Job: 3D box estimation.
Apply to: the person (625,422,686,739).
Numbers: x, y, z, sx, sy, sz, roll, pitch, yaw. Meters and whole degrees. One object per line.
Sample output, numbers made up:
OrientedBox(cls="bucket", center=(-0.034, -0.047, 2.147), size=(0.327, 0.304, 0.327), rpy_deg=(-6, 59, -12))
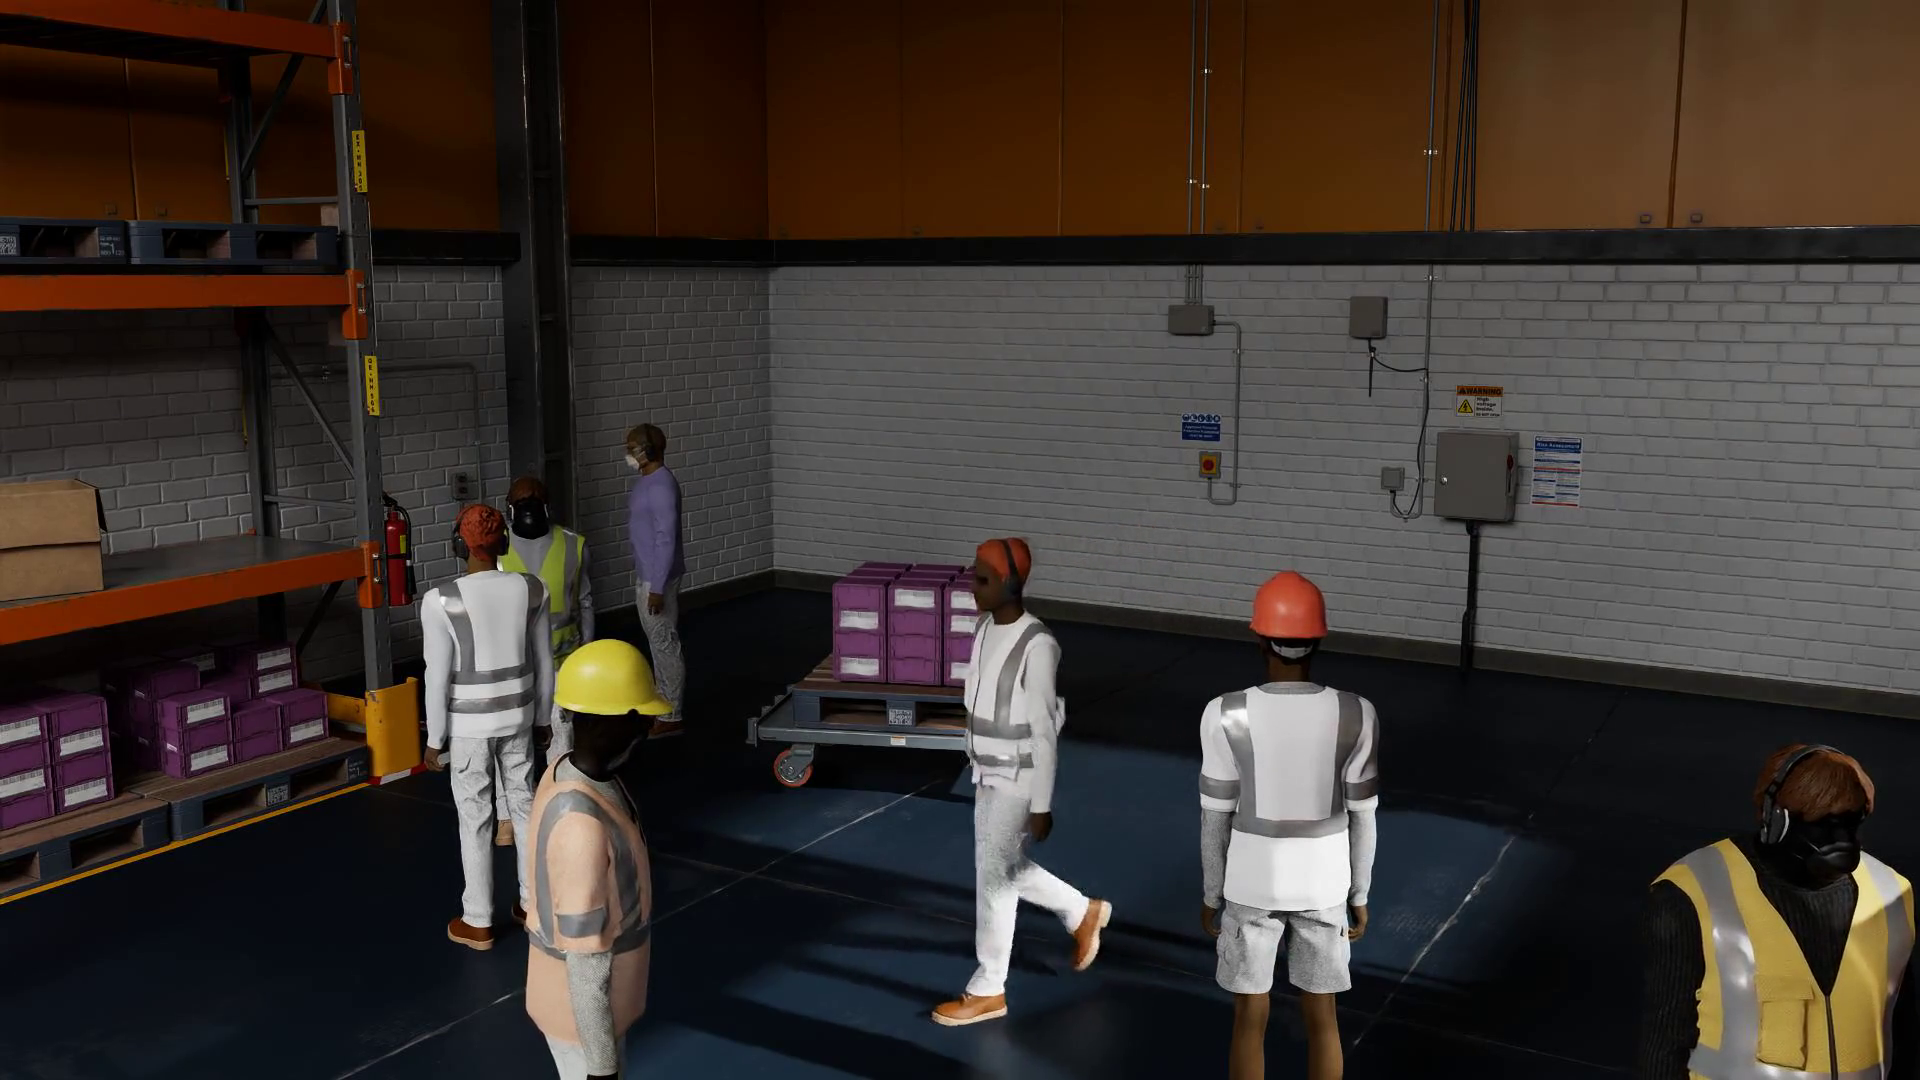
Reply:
OrientedBox(cls="person", center=(-1.874, 0.245, 10.213), size=(0.373, 1.939, 0.628), rpy_deg=(-3, 10, -17))

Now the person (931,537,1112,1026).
OrientedBox(cls="person", center=(0.252, 0.902, 6.368), size=(0.742, 1.866, 0.582), rpy_deg=(-4, 10, -23))

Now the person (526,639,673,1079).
OrientedBox(cls="person", center=(-0.929, 1.198, 4.345), size=(0.392, 1.919, 0.581), rpy_deg=(-2, 9, -12))

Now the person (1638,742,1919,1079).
OrientedBox(cls="person", center=(1.823, 1.340, 3.714), size=(0.625, 1.836, 0.429), rpy_deg=(0, 9, -3))

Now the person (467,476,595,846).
OrientedBox(cls="person", center=(-2.128, 0.597, 8.320), size=(0.627, 1.844, 0.429), rpy_deg=(-3, 10, -21))

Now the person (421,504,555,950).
OrientedBox(cls="person", center=(-1.986, 0.781, 7.033), size=(0.584, 1.882, 0.345), rpy_deg=(-8, 12, -41))

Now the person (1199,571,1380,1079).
OrientedBox(cls="person", center=(1.002, 1.056, 5.141), size=(0.545, 1.941, 0.350), rpy_deg=(0, 9, 2))
